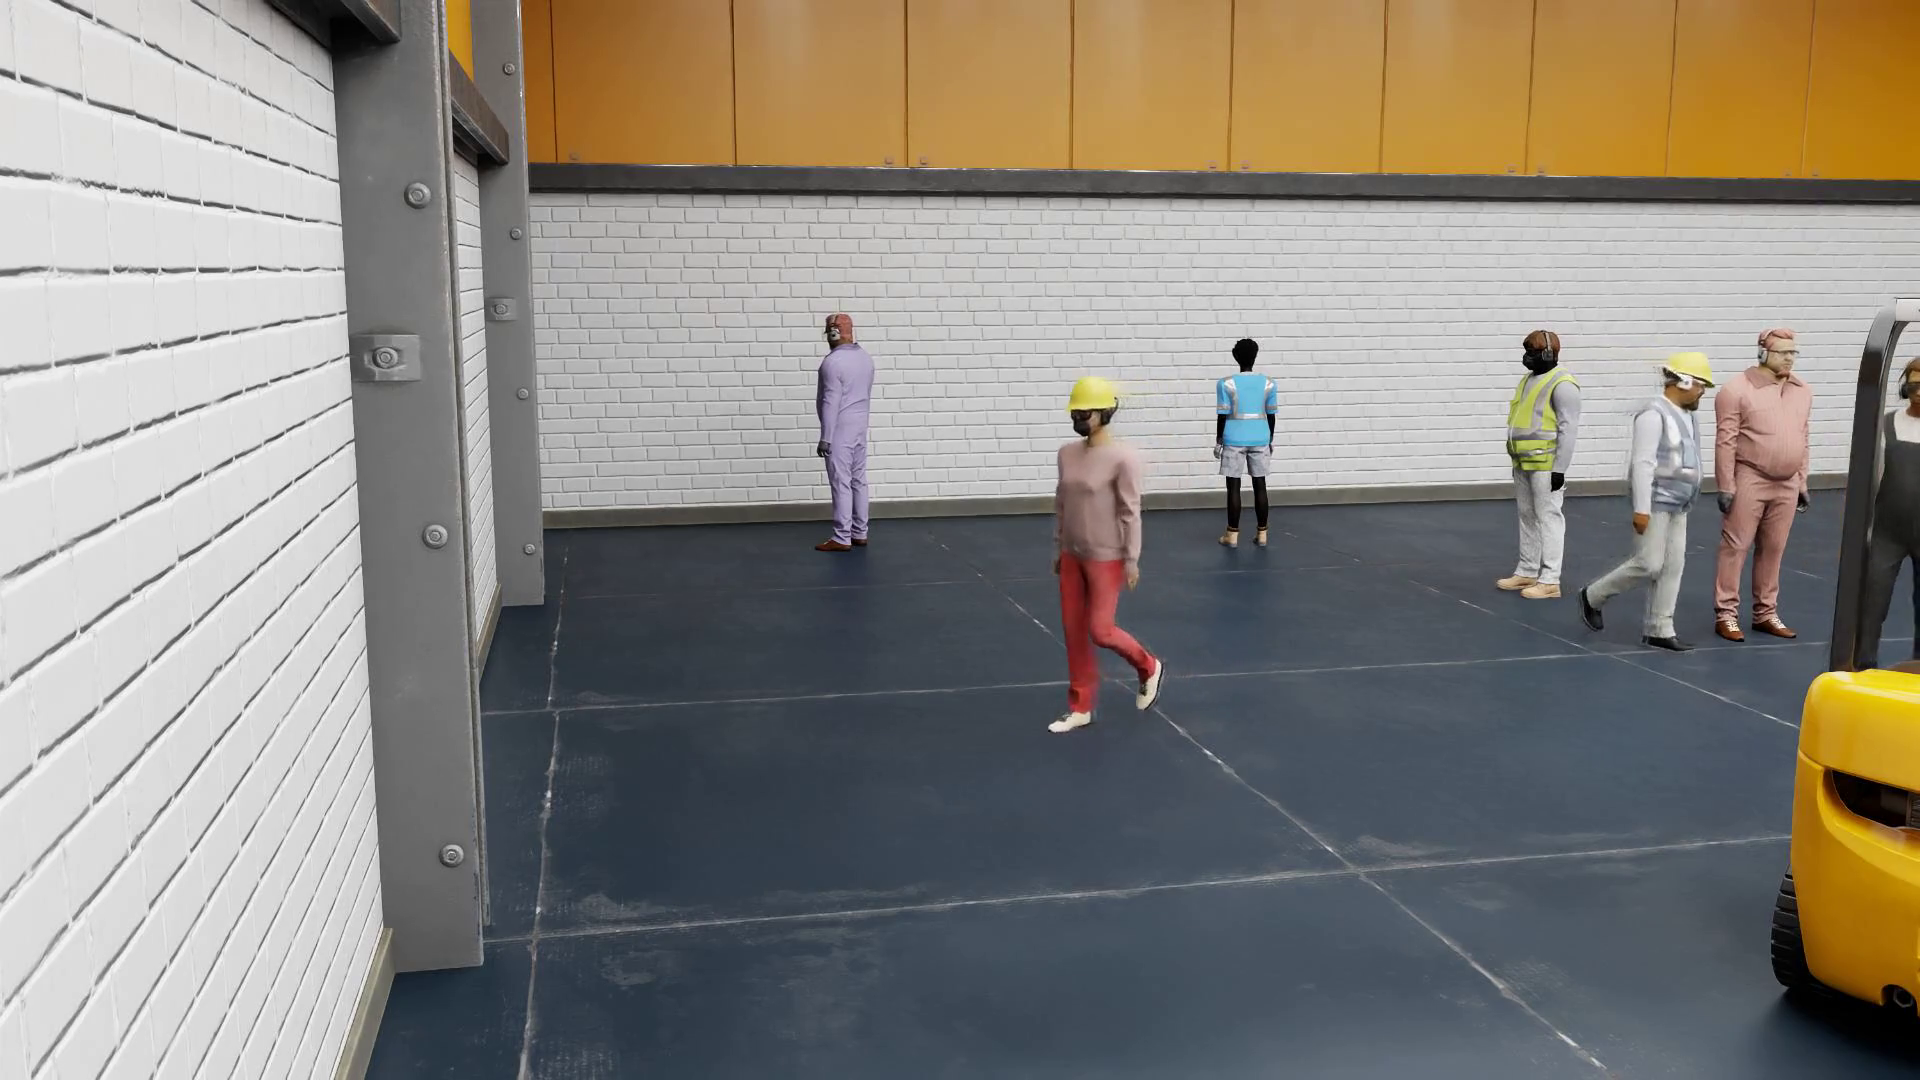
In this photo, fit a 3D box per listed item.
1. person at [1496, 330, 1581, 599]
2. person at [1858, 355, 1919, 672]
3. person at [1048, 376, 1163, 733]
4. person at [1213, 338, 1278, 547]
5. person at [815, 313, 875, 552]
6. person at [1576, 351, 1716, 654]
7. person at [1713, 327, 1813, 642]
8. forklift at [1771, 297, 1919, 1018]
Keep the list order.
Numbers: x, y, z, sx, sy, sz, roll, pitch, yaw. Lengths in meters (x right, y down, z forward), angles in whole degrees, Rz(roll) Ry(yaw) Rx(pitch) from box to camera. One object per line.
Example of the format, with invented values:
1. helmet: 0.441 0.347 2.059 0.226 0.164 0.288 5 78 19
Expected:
1. person: 3.980 -0.521 11.460 0.429 1.841 0.633 -2 9 -10
2. person: 4.799 -0.020 8.404 0.513 1.843 0.341 5 10 26
3. person: 0.699 0.067 8.155 0.554 1.752 0.530 -7 12 -38
4. person: 2.315 -0.788 13.515 0.540 1.698 0.317 -2 10 -12
5. person: -0.950 -0.859 13.333 0.410 1.905 0.641 5 10 26
6. person: 4.102 -0.232 9.915 0.623 1.783 0.657 -9 13 -43
7. person: 4.907 -0.336 10.137 0.639 1.908 0.409 -2 10 -13
8. forklift: 3.542 0.334 5.177 2.313 2.155 1.214 -9 13 -43
